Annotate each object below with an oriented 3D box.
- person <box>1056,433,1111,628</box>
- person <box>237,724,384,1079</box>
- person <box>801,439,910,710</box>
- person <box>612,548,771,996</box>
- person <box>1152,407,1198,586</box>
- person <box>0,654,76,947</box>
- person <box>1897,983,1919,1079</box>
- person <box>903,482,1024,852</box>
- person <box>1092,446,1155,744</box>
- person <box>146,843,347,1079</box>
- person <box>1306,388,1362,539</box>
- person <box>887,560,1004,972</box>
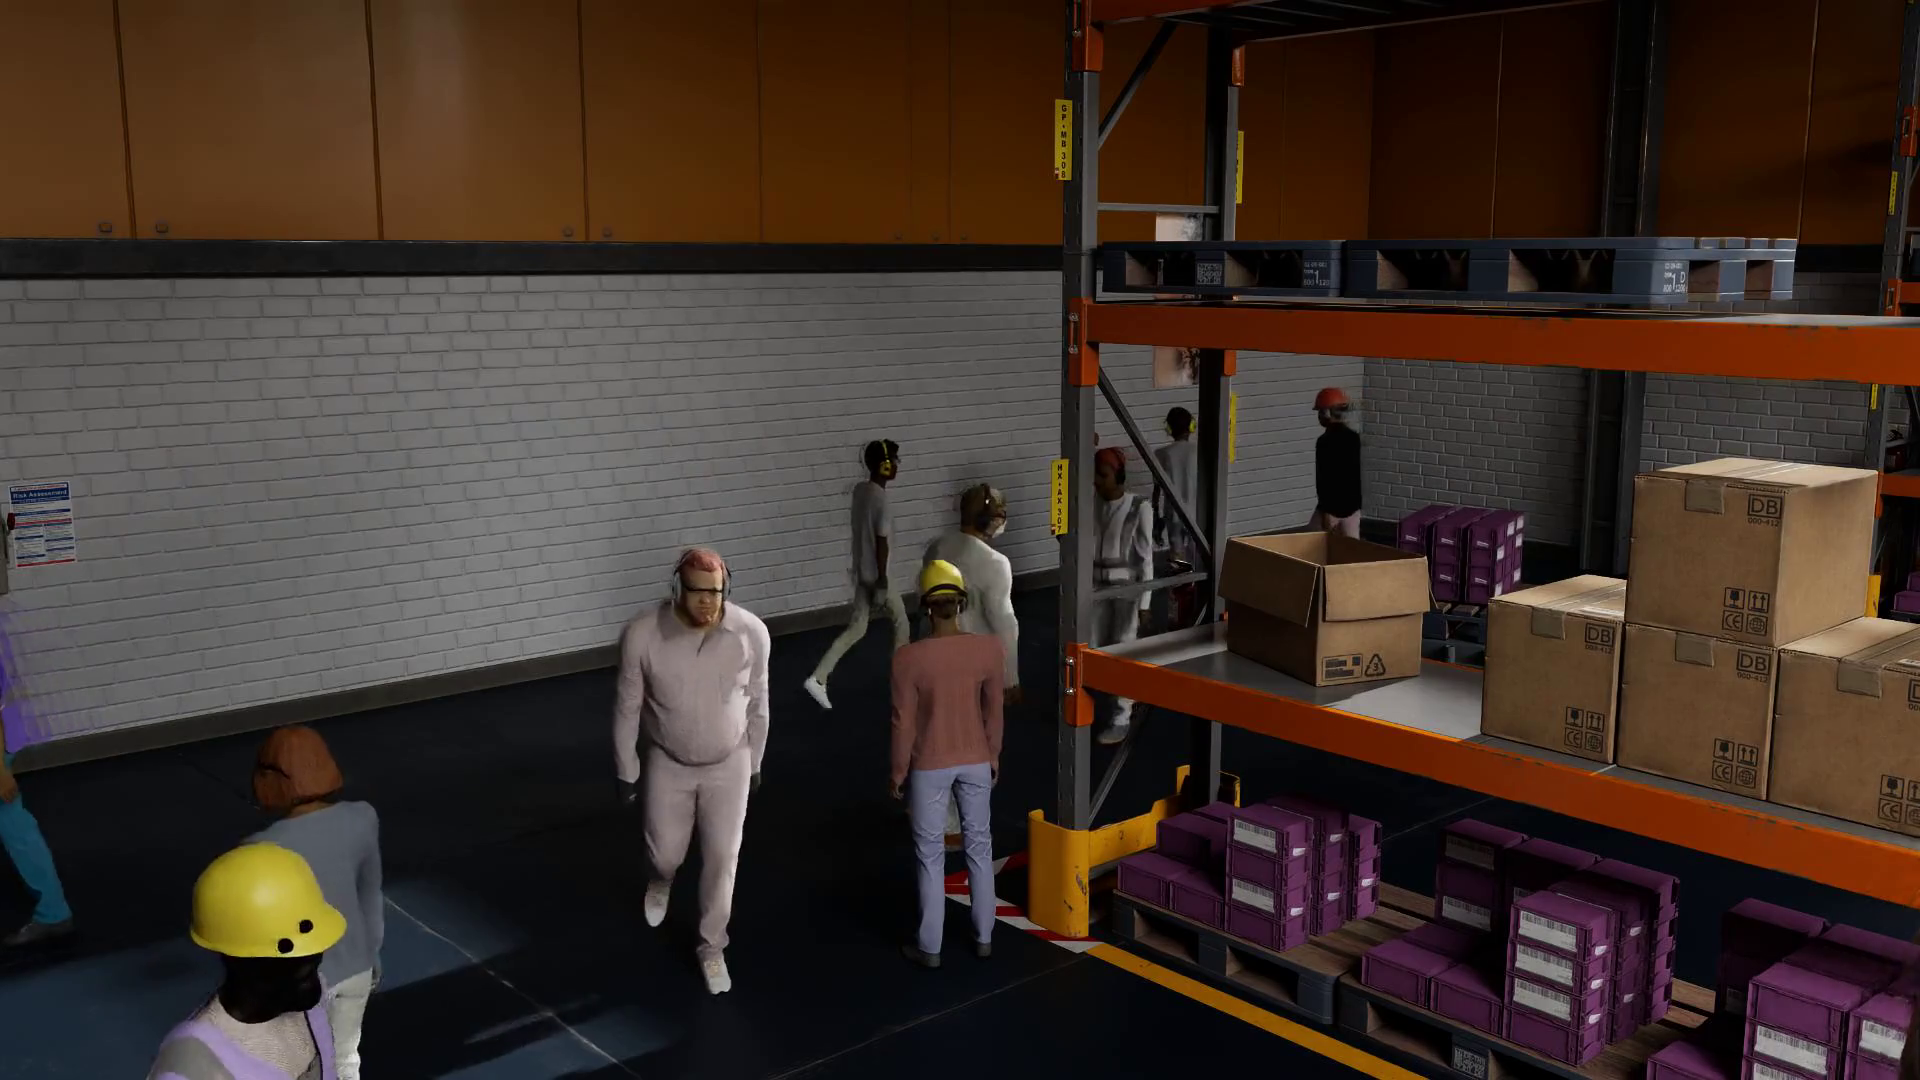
[{"bbox_3d":[0.996,-0.075,13.500,0.514,1.636,0.314,6,11,30],"label":"person"},{"bbox_3d":[-1.950,1.366,5.121,0.458,1.623,0.509,7,12,35],"label":"person"},{"bbox_3d":[-0.629,0.235,11.123,0.898,1.838,0.527,-6,12,-33],"label":"person"},{"bbox_3d":[-1.133,0.916,7.042,0.660,1.872,0.710,-3,10,-17],"label":"person"},{"bbox_3d":[1.784,-0.131,13.229,0.585,1.839,0.631,3,10,17],"label":"person"},{"bbox_3d":[-4.343,0.935,7.105,0.954,1.793,0.572,-7,12,-34],"label":"person"},{"bbox_3d":[2.439,1.452,3.826,0.955,1.882,0.545,8,13,39],"label":"person"},{"bbox_3d":[0.050,0.655,8.438,0.444,1.912,0.641,-6,11,-31],"label":"person"},{"bbox_3d":[0.976,0.336,10.418,0.619,1.868,0.449,8,13,39],"label":"person"},{"bbox_3d":[-1.448,1.514,3.426,0.514,1.901,0.661,0,10,-2],"label":"person"},{"bbox_3d":[3.043,-0.290,13.862,0.609,1.934,1.030,-9,13,-41],"label":"person"},{"bbox_3d":[-0.064,0.958,7.101,0.524,1.760,0.328,-4,10,-22],"label":"person"}]
